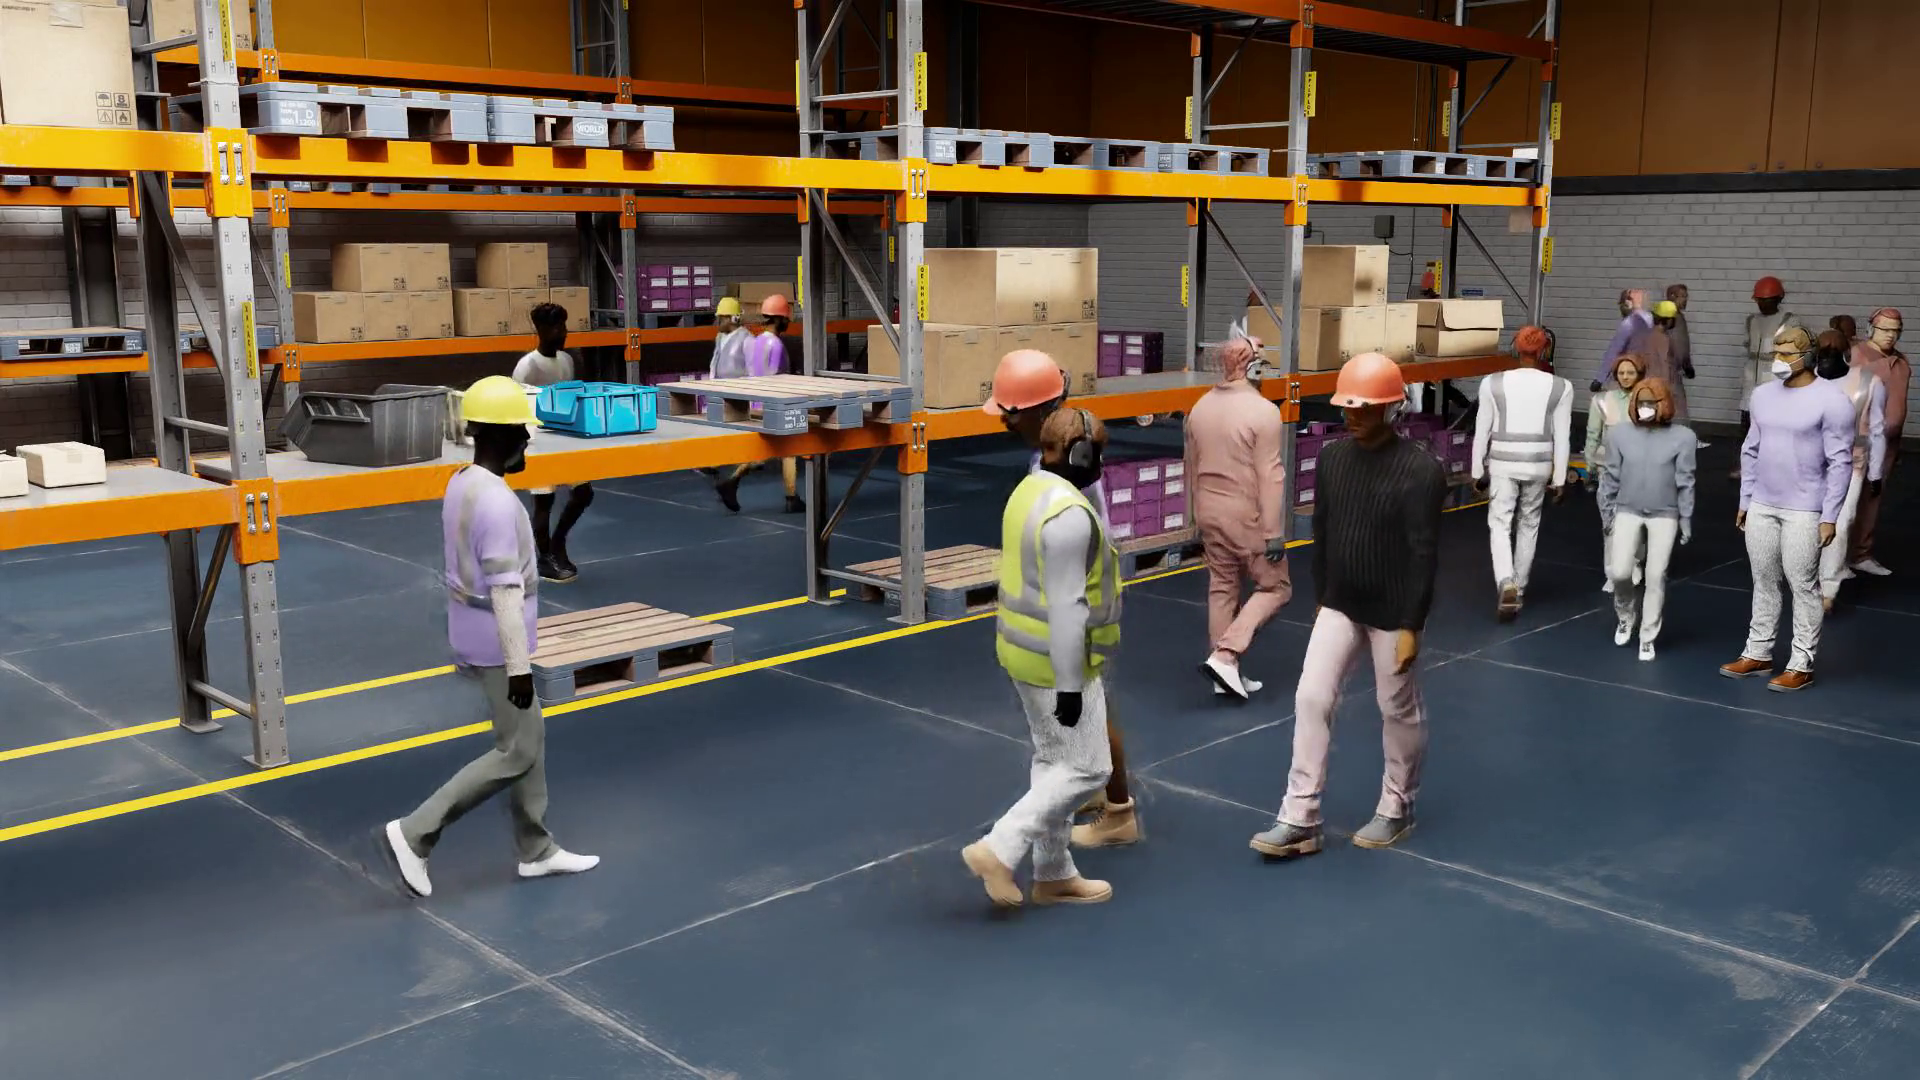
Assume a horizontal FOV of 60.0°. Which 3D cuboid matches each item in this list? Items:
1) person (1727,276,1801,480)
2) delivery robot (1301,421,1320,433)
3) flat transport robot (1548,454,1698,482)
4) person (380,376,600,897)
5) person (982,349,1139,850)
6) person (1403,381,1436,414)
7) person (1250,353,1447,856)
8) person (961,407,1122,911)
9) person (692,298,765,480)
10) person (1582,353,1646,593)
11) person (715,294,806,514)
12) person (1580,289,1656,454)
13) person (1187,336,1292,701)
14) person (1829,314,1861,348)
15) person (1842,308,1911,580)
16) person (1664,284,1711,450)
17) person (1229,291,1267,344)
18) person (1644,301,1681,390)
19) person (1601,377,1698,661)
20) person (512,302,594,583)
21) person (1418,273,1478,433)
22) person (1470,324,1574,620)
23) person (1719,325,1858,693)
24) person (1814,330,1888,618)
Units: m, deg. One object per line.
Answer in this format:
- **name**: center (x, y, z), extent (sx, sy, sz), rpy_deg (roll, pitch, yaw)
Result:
- **person**: center (8.001, -1.586, 16.380), extent (0.770, 2.011, 0.626), rpy_deg (-6, 12, -30)
- **delivery robot**: center (3.525, -0.939, 16.564), extent (0.707, 0.478, 0.477), rpy_deg (-7, 13, -35)
- **flat transport robot**: center (6.354, -0.678, 16.168), extent (1.431, 0.197, 0.652), rpy_deg (7, 12, 33)
- **person**: center (-1.723, 0.363, 6.016), extent (0.713, 1.908, 0.603), rpy_deg (-4, 11, -23)
- **person**: center (0.405, 0.257, 6.405), extent (0.665, 1.982, 0.648), rpy_deg (0, 10, -1)
- **person**: center (5.066, -1.790, 18.636), extent (0.517, 1.595, 0.596), rpy_deg (-9, 14, -42)
- **person**: center (1.488, 0.277, 6.329), extent (0.890, 1.956, 0.644), rpy_deg (-9, 13, -39)
- **person**: center (0.306, 0.441, 5.865), extent (0.524, 1.813, 0.663), rpy_deg (-2, 11, -12)
- **person**: center (-2.310, -1.497, 16.483), extent (0.926, 1.783, 0.590), rpy_deg (-7, 13, -34)
- **person**: center (4.461, -0.442, 11.173), extent (0.525, 1.625, 0.363), rpy_deg (7, 12, 33)
- **person**: center (-1.673, -1.148, 14.276), extent (0.821, 1.913, 0.551), rpy_deg (-5, 11, -25)
- **person**: center (6.992, -1.682, 17.358), extent (0.992, 1.851, 0.641), rpy_deg (10, 14, 44)
- **person**: center (1.450, -0.097, 8.558), extent (0.427, 1.895, 0.666), rpy_deg (-6, 12, -31)
- **person**: center (8.807, -1.436, 16.606), extent (0.529, 1.622, 0.490), rpy_deg (-2, 11, -10)
- **person**: center (6.414, -0.674, 11.701), extent (0.642, 1.903, 0.399), rpy_deg (-4, 11, -22)
- **person**: center (8.065, -1.974, 18.914), extent (0.990, 1.861, 0.651), rpy_deg (7, 13, 34)
- **person**: center (3.172, -1.762, 17.851), extent (0.567, 1.839, 1.001), rpy_deg (-1, 10, -5)
- **person**: center (7.053, -1.572, 17.025), extent (0.687, 1.744, 0.536), rpy_deg (0, 10, 2)
- **person**: center (3.896, -0.117, 9.446), extent (0.502, 1.619, 0.363), rpy_deg (6, 12, 28)
- **person**: center (-2.798, -0.661, 11.480), extent (0.424, 1.951, 0.643), rpy_deg (4, 11, 22)
- **person**: center (5.936, -2.261, 20.223), extent (0.831, 1.955, 0.637), rpy_deg (2, 11, 10)
- **person**: center (3.531, -0.426, 10.477), extent (0.583, 1.857, 0.839), rpy_deg (3, 11, 14)
- **person**: center (4.396, -0.165, 8.821), extent (0.355, 1.938, 0.634), rpy_deg (-4, 11, -22)
- **person**: center (5.449, -0.412, 10.537), extent (0.642, 1.805, 0.875), rpy_deg (9, 14, 40)
